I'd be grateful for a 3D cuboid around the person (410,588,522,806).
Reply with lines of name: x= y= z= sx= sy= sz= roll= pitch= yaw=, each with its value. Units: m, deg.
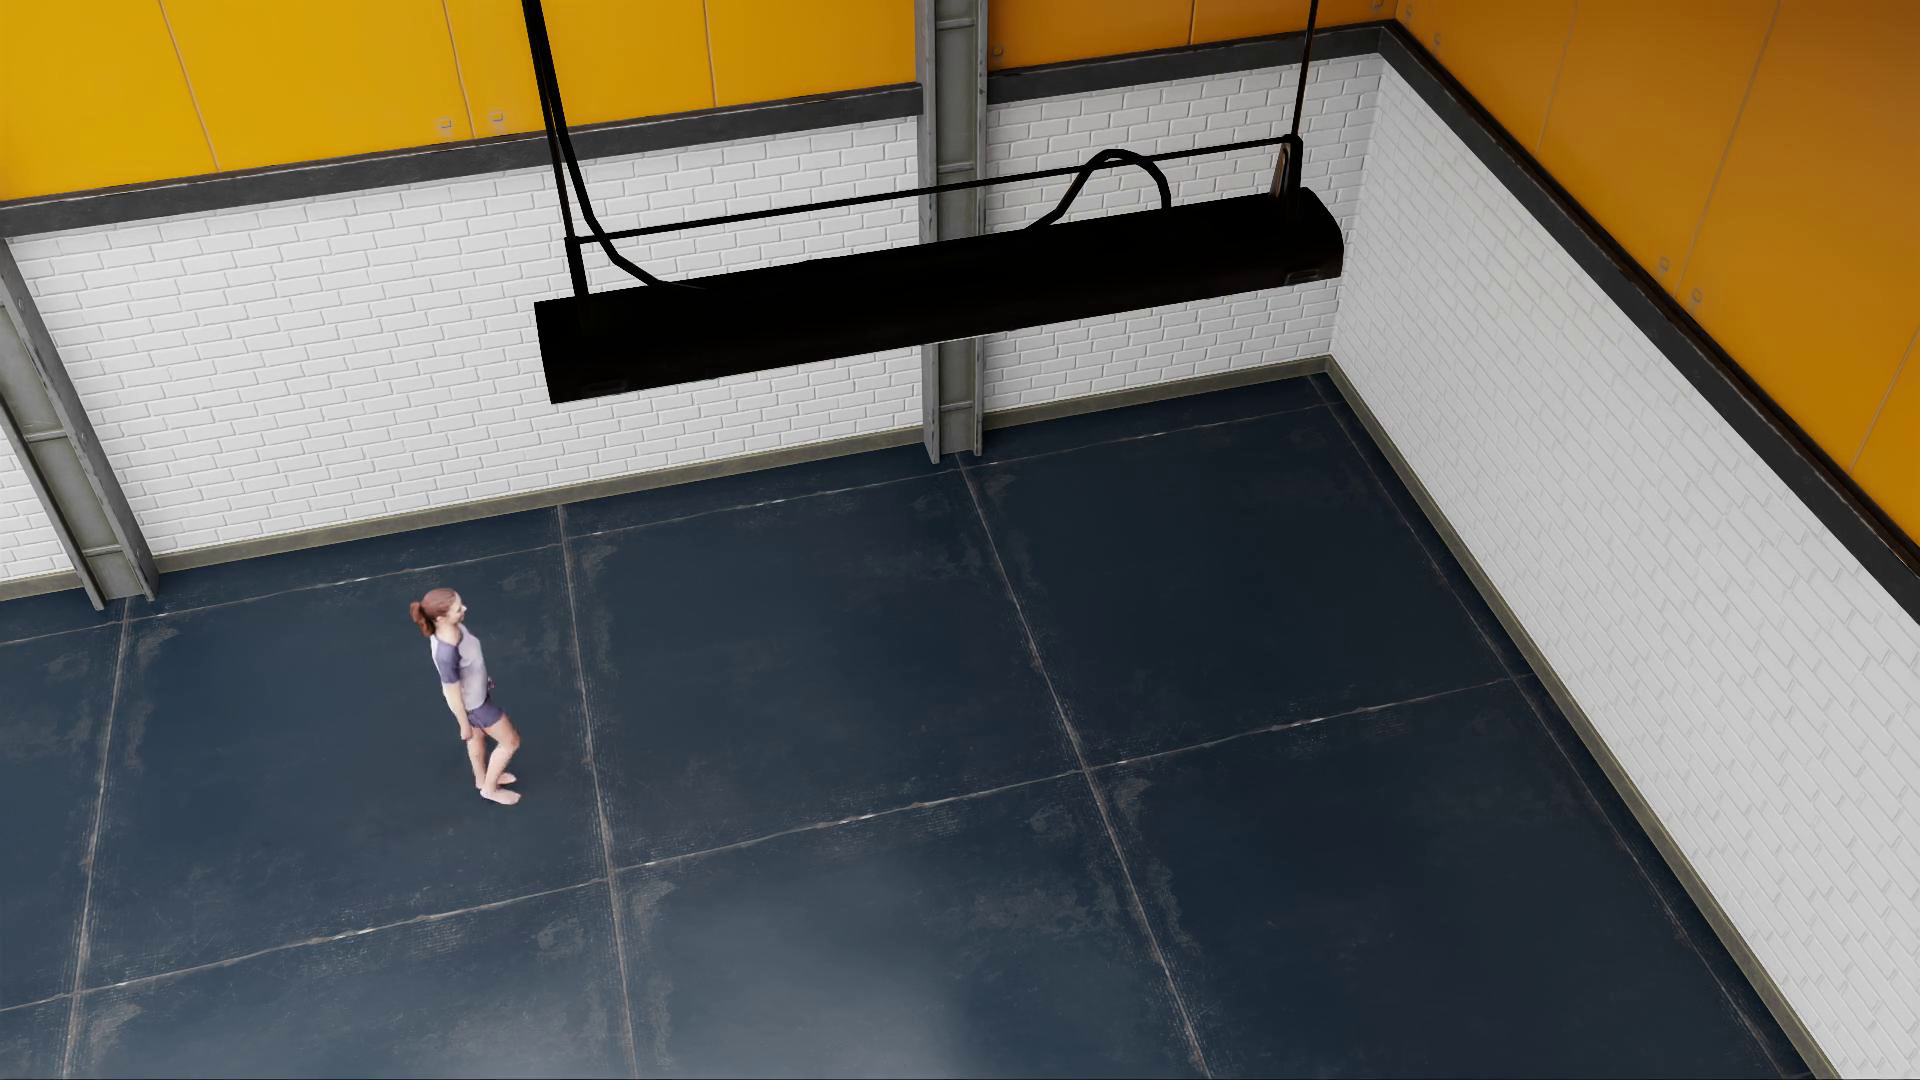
person: x=-2.971 y=0.938 z=9.804 sx=0.627 sy=1.756 sz=0.589 roll=-14 pitch=45 yaw=-14
